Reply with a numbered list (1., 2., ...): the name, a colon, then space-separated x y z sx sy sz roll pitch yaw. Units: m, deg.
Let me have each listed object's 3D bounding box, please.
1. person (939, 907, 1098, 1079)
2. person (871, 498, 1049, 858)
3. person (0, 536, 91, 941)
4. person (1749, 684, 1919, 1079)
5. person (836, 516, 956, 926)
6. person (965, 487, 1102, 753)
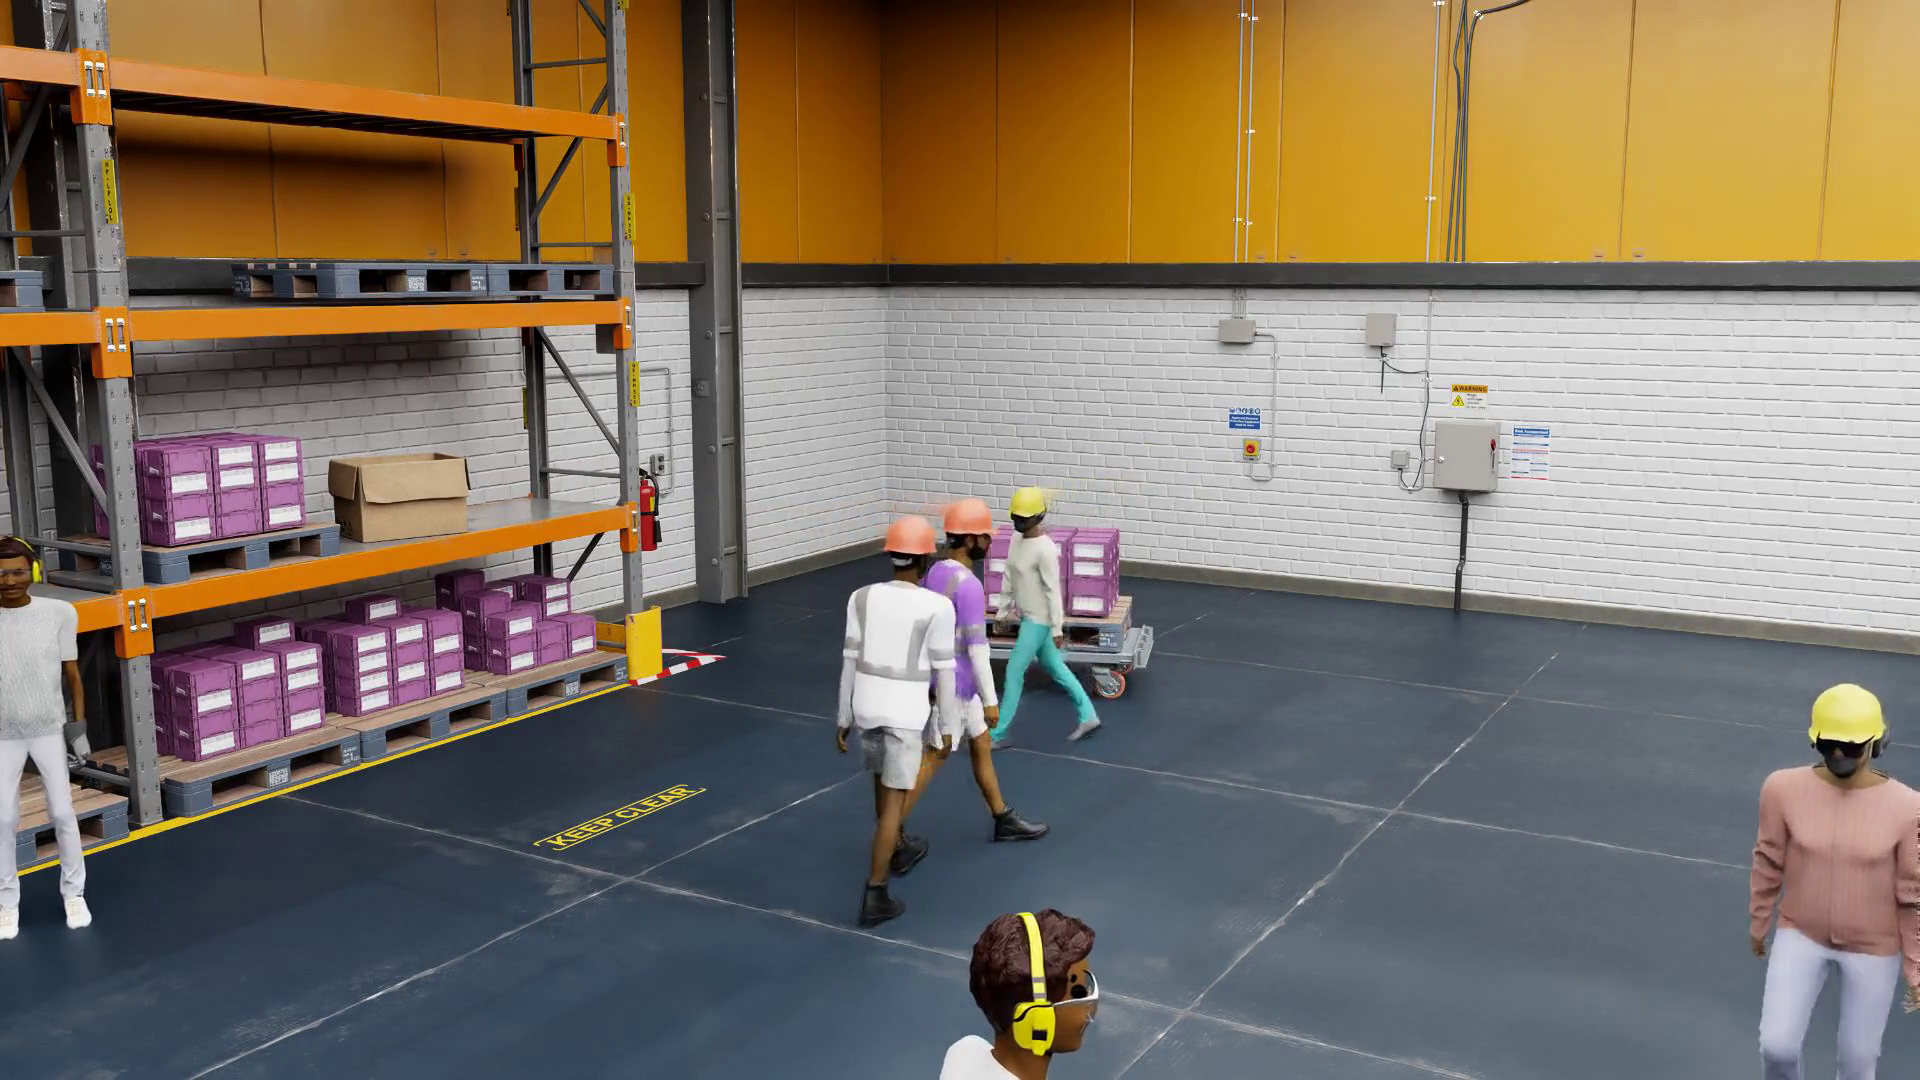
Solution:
1. person: 0.108 1.599 3.176 0.319 1.870 0.521 -3 10 -18
2. person: -0.023 0.722 8.619 1.006 1.889 0.568 -3 10 -17
3. person: -4.273 0.895 7.616 0.509 1.860 0.318 -5 10 -26
4. person: 2.825 1.305 5.365 0.540 1.749 0.432 6 11 34
5. person: -0.295 0.832 8.011 0.552 1.870 0.977 4 10 23
6. person: 0.510 0.495 10.604 0.939 1.712 0.507 -3 9 -16
